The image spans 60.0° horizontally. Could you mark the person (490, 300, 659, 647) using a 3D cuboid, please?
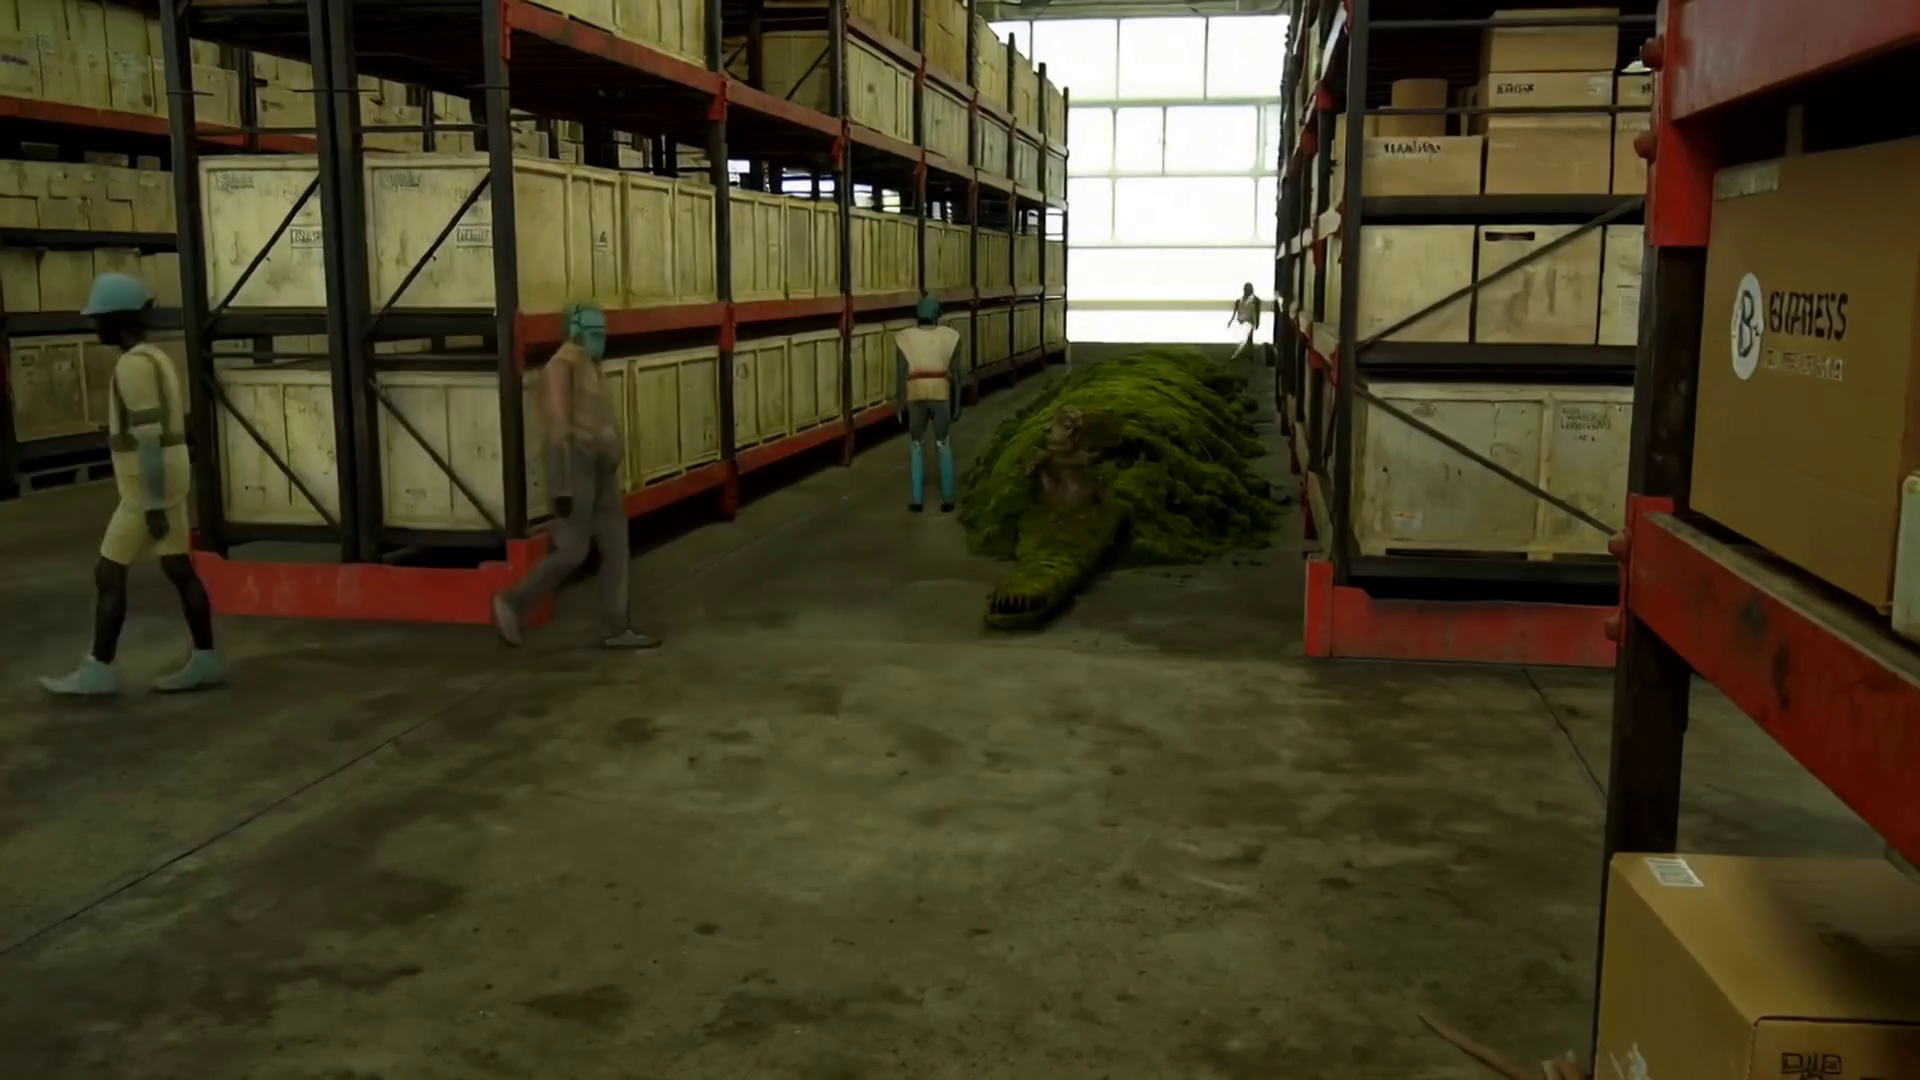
[{"bbox_3d":[-2.078,-0.331,8.855,0.792,1.884,0.653,2,9,10],"label":"person"}]

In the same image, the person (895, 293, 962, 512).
[{"bbox_3d":[-0.261,-1.148,14.011,0.567,1.846,0.389,-1,9,-6],"label":"person"}]

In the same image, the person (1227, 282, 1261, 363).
[{"bbox_3d":[6.320,-4.824,36.992,0.958,1.783,0.712,-4,10,-25],"label":"person"}]

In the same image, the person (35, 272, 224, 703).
[{"bbox_3d":[-3.974,-0.233,7.810,0.908,2.009,0.644,-3,10,-17],"label":"person"}]
